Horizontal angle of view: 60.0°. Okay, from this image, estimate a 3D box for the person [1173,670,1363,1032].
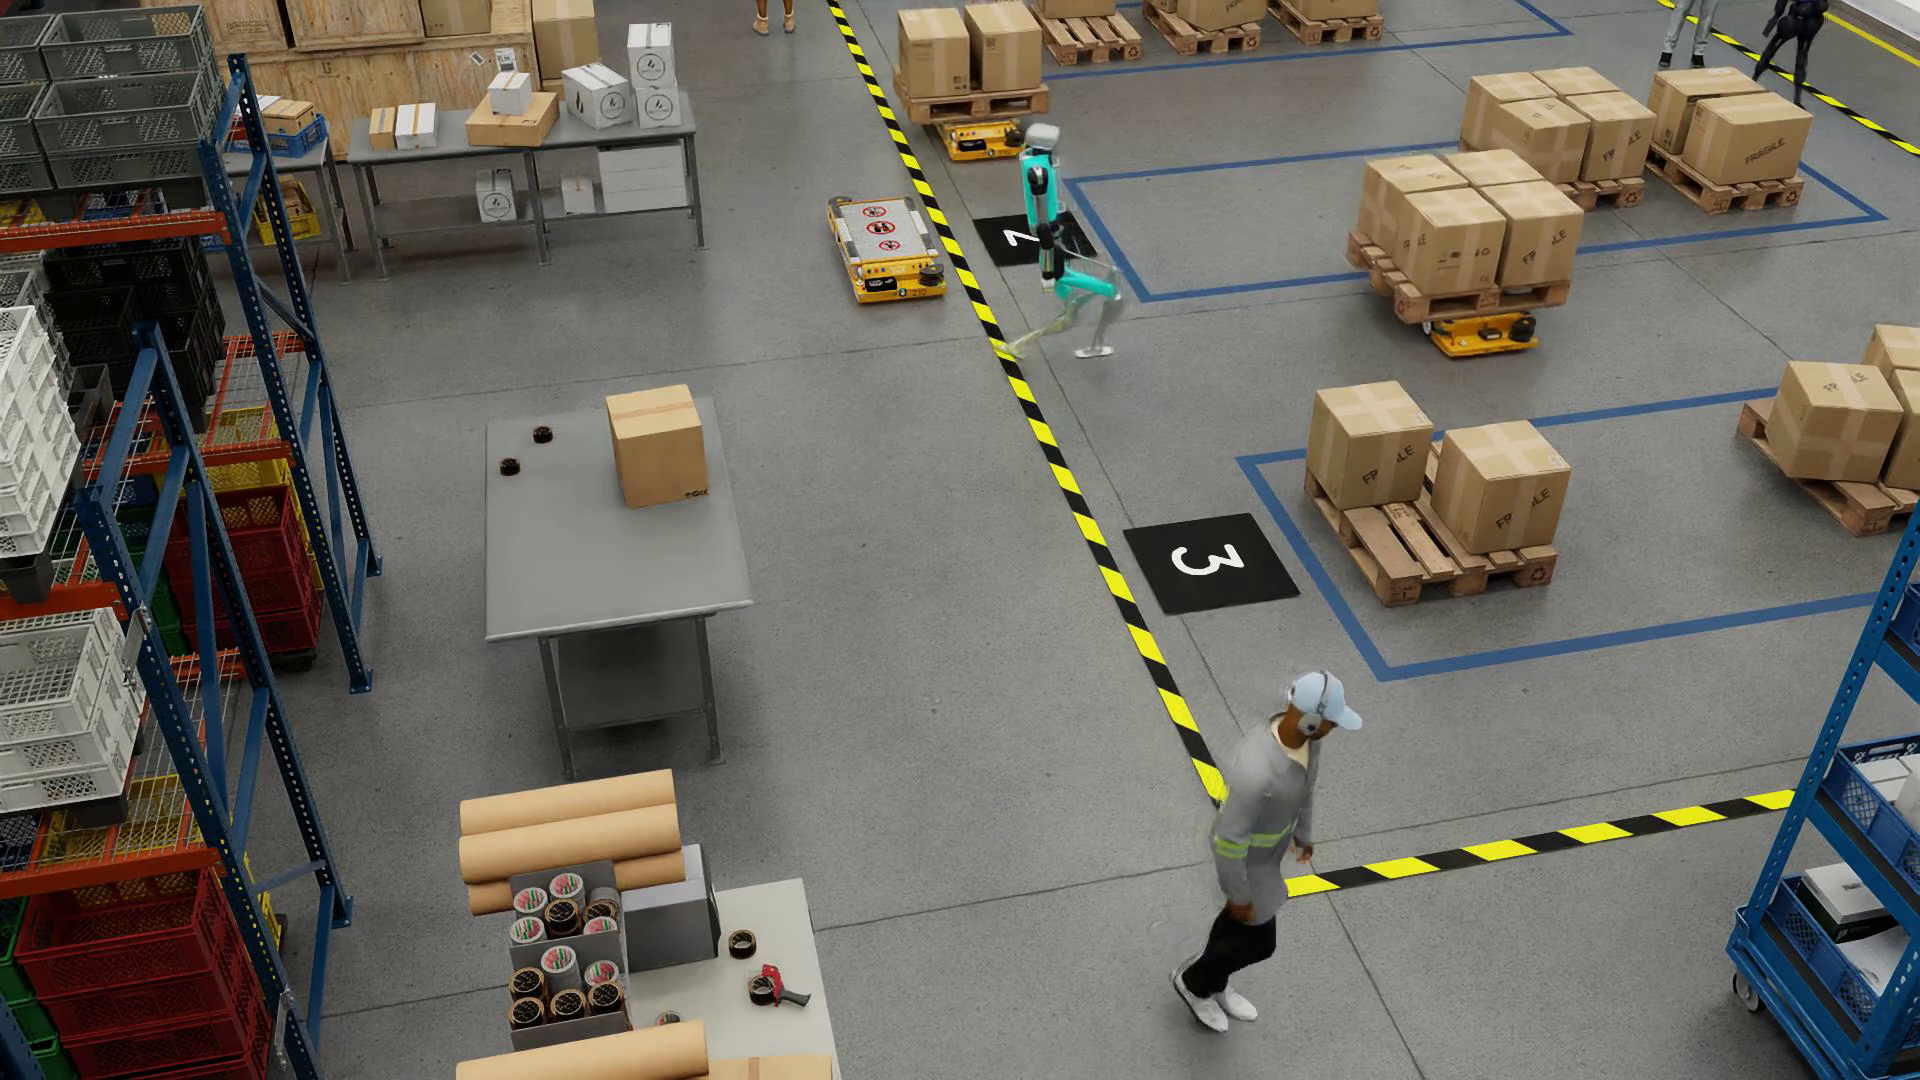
[{"bbox_3d":[1.221,1.248,6.588,0.479,1.813,0.630,20,41,25],"label":"person"}]

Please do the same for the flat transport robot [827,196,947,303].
[{"bbox_3d":[-0.570,-2.220,12.538,0.659,0.231,1.431,-8,37,-10],"label":"flat transport robot"}]

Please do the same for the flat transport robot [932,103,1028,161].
[{"bbox_3d":[0.103,-3.703,14.508,0.652,0.197,1.431,-8,37,-10],"label":"flat transport robot"}]

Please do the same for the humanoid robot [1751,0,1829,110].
[{"bbox_3d":[7.371,-4.658,14.647,0.585,1.633,0.690,-15,39,-19],"label":"humanoid robot"}]

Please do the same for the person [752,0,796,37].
[{"bbox_3d":[-1.853,-5.884,15.974,0.606,2.048,0.366,-10,38,-14],"label":"person"}]

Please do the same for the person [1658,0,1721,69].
[{"bbox_3d":[6.888,-5.257,15.315,0.604,1.828,0.403,8,37,11],"label":"person"}]

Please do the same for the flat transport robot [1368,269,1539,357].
[{"bbox_3d":[3.503,-1.766,11.904,0.652,0.197,1.431,-8,37,-10],"label":"flat transport robot"}]

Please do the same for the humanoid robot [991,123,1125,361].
[{"bbox_3d":[0.726,-1.862,10.841,1.034,1.740,0.539,0,37,0],"label":"humanoid robot"}]
